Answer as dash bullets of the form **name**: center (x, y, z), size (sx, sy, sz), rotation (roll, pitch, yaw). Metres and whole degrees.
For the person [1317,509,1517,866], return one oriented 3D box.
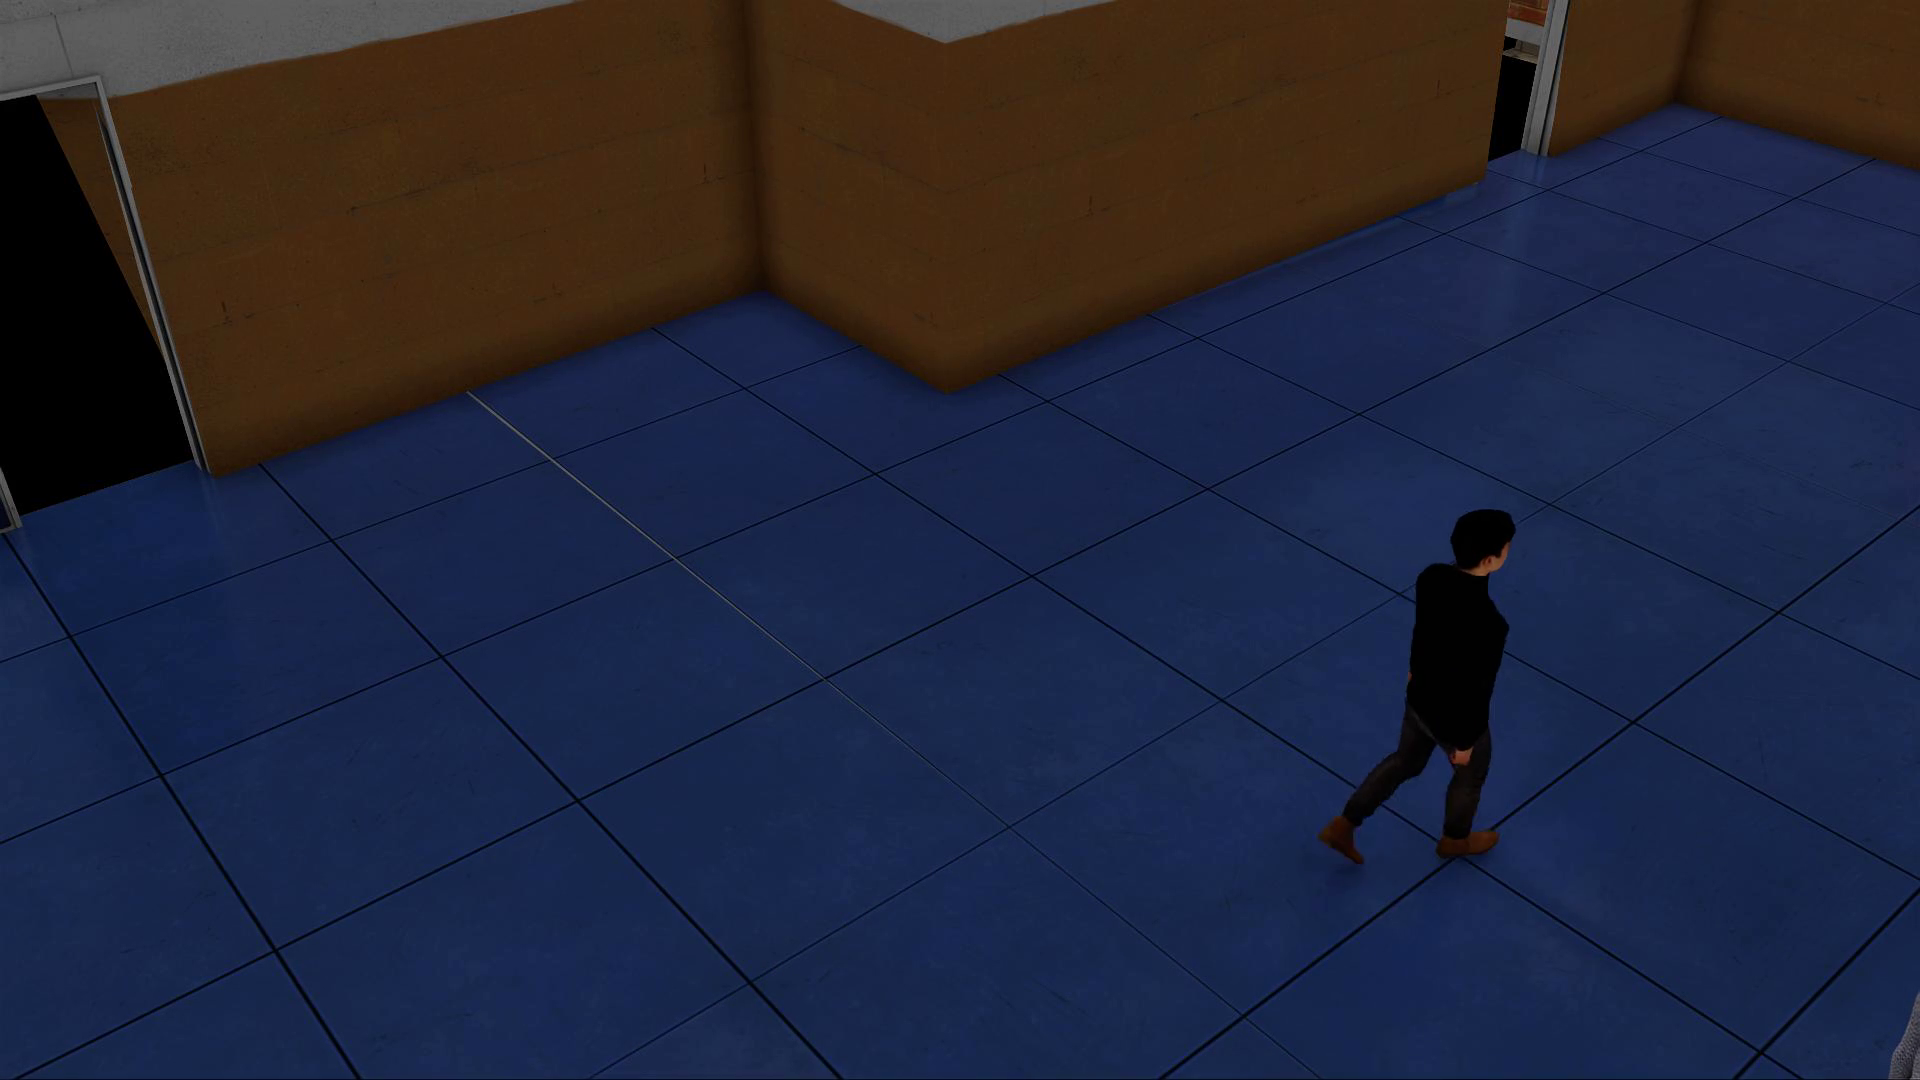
- **person**: center (1.827, 0.632, 6.446), size (0.956, 1.704, 1.082), rotation (-11, 35, -16)
